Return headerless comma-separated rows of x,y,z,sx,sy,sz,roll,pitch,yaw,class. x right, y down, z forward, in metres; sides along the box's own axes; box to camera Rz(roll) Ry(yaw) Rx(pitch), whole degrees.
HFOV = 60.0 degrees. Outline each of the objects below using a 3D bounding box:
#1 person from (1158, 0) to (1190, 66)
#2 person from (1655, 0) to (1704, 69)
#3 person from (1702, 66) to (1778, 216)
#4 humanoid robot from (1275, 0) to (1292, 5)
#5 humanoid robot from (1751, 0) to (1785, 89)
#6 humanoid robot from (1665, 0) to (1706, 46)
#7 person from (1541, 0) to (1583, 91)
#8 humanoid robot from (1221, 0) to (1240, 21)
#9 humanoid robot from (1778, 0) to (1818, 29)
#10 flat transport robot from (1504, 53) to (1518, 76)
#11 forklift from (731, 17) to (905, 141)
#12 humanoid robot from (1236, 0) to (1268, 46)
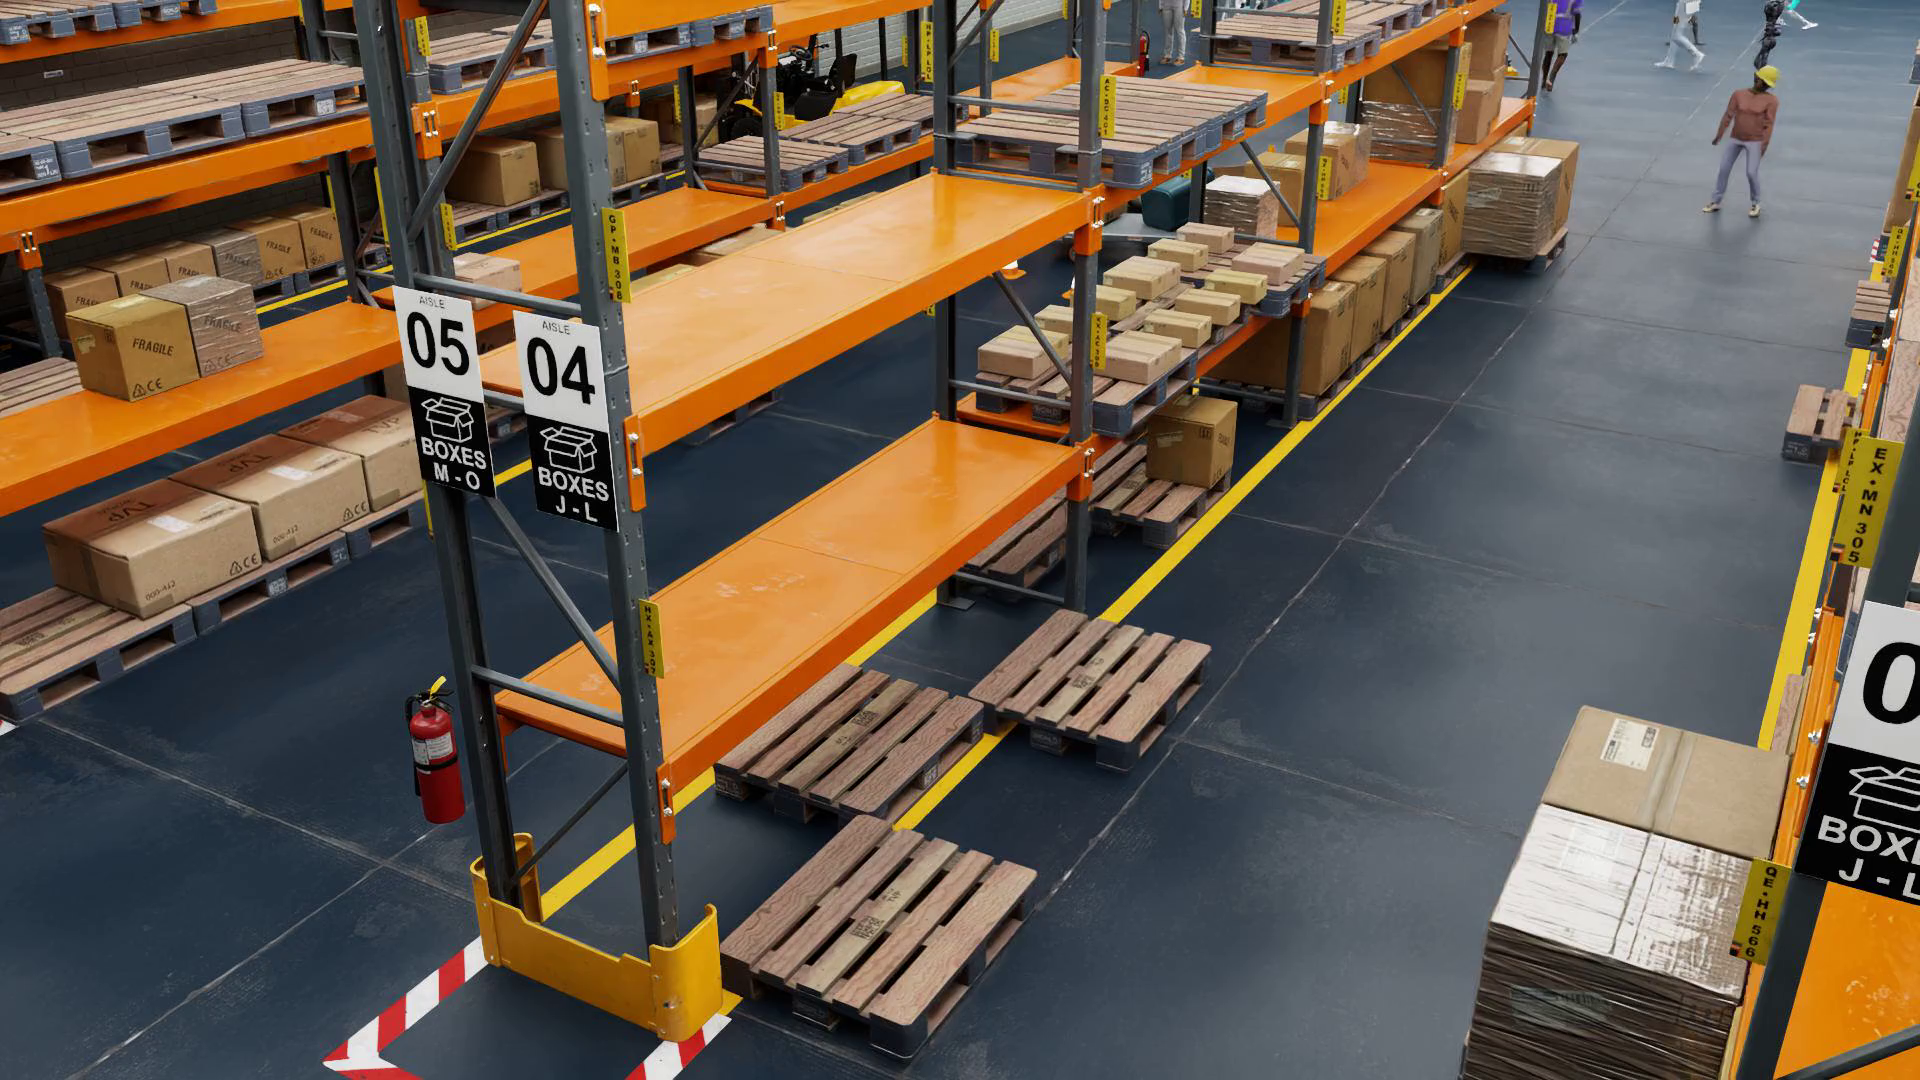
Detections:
3.642,-9.074,28.291,0.628,1.934,0.372,21,33,37,person
12.176,-8.833,27.825,0.765,1.896,0.595,22,33,38,person
9.104,-4.645,19.308,0.641,1.736,0.400,23,34,39,person
6.062,-10.048,30.559,0.674,1.829,0.538,15,29,28,humanoid robot
12.768,-7.965,26.263,0.329,1.643,0.609,9,27,17,humanoid robot
13.186,-9.719,29.932,0.612,1.634,0.656,-20,32,-36,humanoid robot
9.344,-7.976,25.997,0.638,1.937,0.608,22,34,38,person
5.281,-10.881,32.264,0.536,1.784,0.785,9,27,17,humanoid robot
15.879,-10.521,31.518,0.993,1.740,0.554,3,26,6,humanoid robot
8.495,-7.879,27.713,1.431,0.231,0.659,2,26,5,flat transport robot
-1.819,-5.975,21.543,2.313,2.155,1.214,14,29,26,forklift
4.938,-9.040,28.466,0.537,1.790,0.814,16,30,31,humanoid robot
